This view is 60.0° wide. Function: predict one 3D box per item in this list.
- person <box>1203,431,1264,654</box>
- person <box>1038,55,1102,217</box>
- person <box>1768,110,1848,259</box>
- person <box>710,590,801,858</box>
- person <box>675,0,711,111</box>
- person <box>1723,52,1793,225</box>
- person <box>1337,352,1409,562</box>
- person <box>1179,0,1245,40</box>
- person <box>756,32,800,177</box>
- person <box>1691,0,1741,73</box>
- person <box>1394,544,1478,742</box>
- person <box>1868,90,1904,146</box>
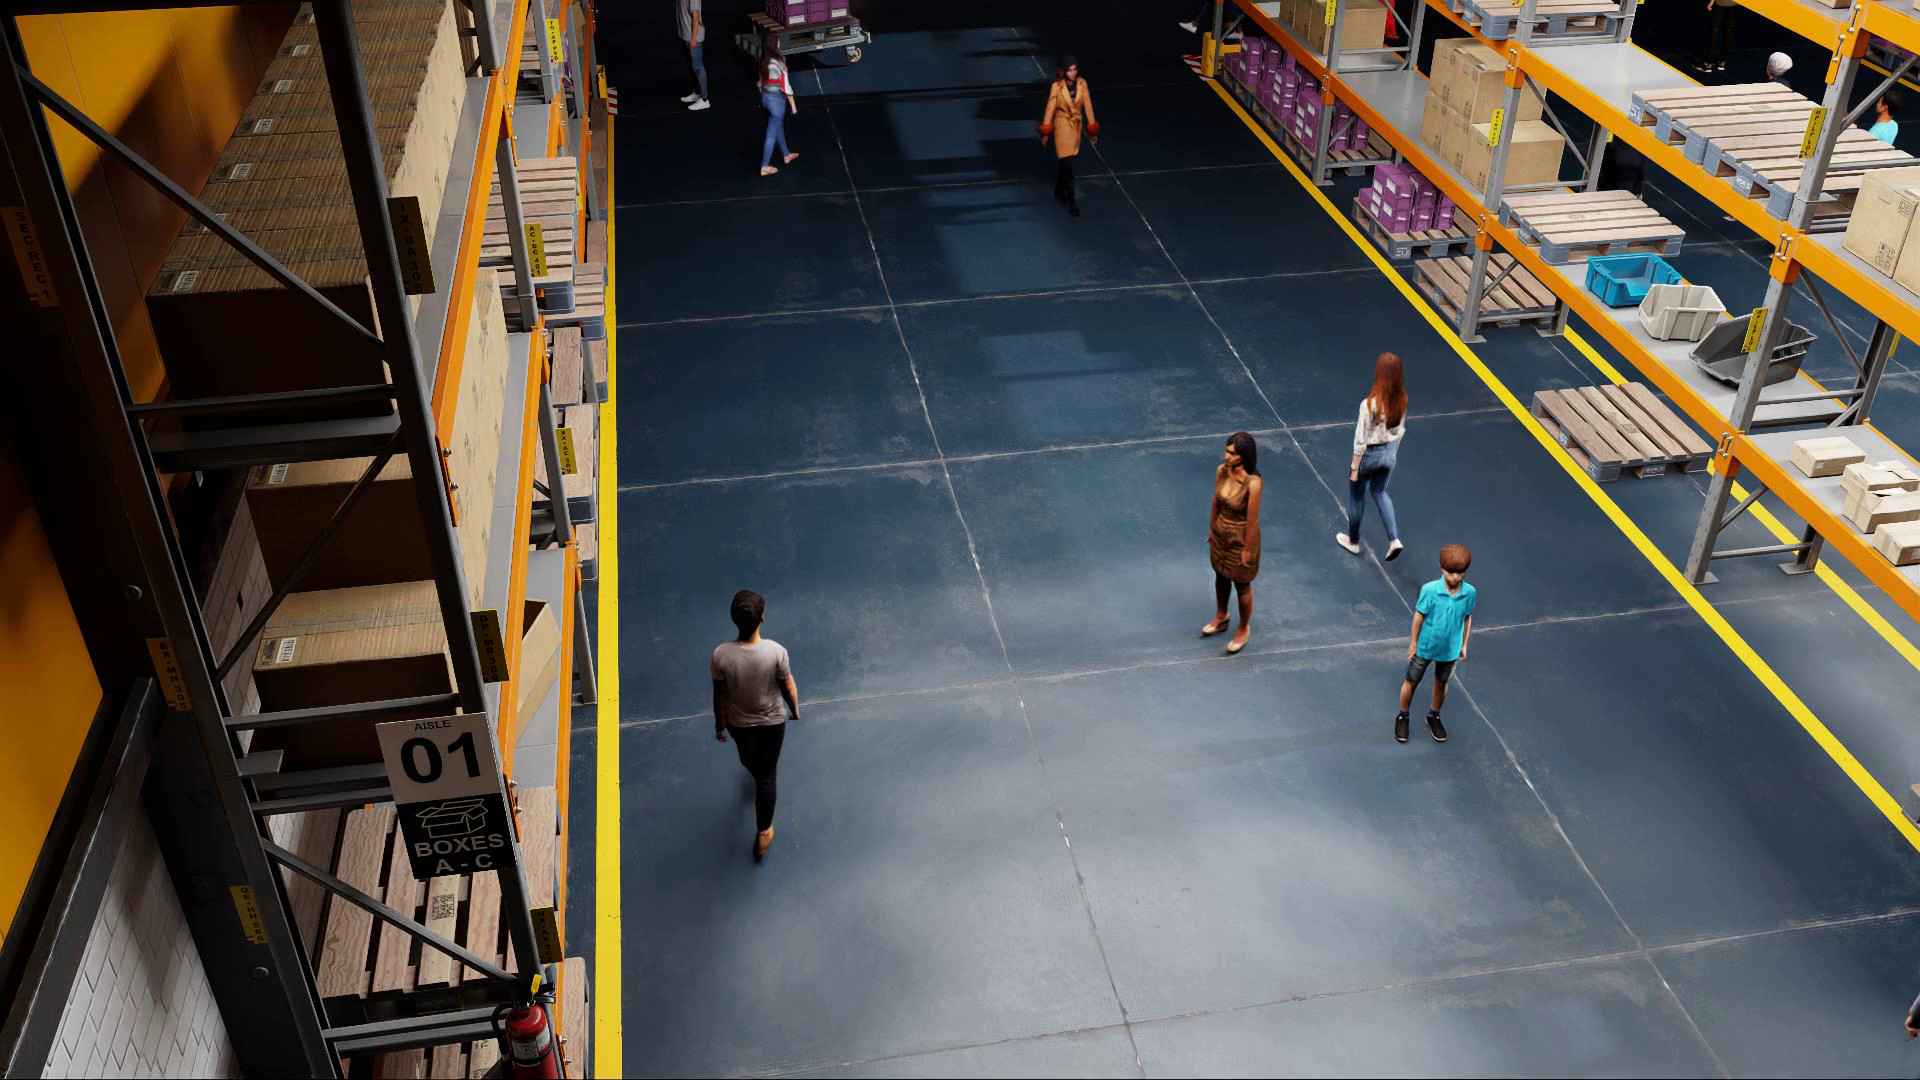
[{"bbox_3d":[1.881,0.003,11.324,0.699,1.684,0.589,-23,40,-30],"label":"person"},{"bbox_3d":[1.111,-4.400,17.940,0.929,1.693,1.036,-15,36,-21],"label":"person"},{"bbox_3d":[8.645,-3.615,16.823,0.762,1.621,0.668,-23,40,-30],"label":"person"},{"bbox_3d":[-1.203,1.097,9.684,0.772,1.677,1.136,1,34,1],"label":"person"},{"bbox_3d":[-3.339,-6.323,20.656,0.790,1.889,0.594,-14,36,-20],"label":"person"},{"bbox_3d":[8.183,-4.095,16.895,0.815,1.781,0.705,-18,37,-24],"label":"person"},{"bbox_3d":[3.086,-0.562,12.143,0.708,1.718,0.933,-13,36,-19],"label":"person"},{"bbox_3d":[3.667,-7.711,22.931,1.134,1.681,1.206,15,37,22],"label":"person"},{"bbox_3d":[-2.174,-4.899,18.790,0.957,1.584,0.967,28,43,35],"label":"person"},{"bbox_3d":[10.099,-7.117,21.883,0.693,1.852,0.618,-11,35,-16],"label":"person"},{"bbox_3d":[3.039,0.641,10.577,0.556,1.448,0.536,1,34,1],"label":"person"},{"bbox_3d":[9.116,-3.634,16.712,0.712,1.776,0.689,28,43,36],"label":"person"}]
